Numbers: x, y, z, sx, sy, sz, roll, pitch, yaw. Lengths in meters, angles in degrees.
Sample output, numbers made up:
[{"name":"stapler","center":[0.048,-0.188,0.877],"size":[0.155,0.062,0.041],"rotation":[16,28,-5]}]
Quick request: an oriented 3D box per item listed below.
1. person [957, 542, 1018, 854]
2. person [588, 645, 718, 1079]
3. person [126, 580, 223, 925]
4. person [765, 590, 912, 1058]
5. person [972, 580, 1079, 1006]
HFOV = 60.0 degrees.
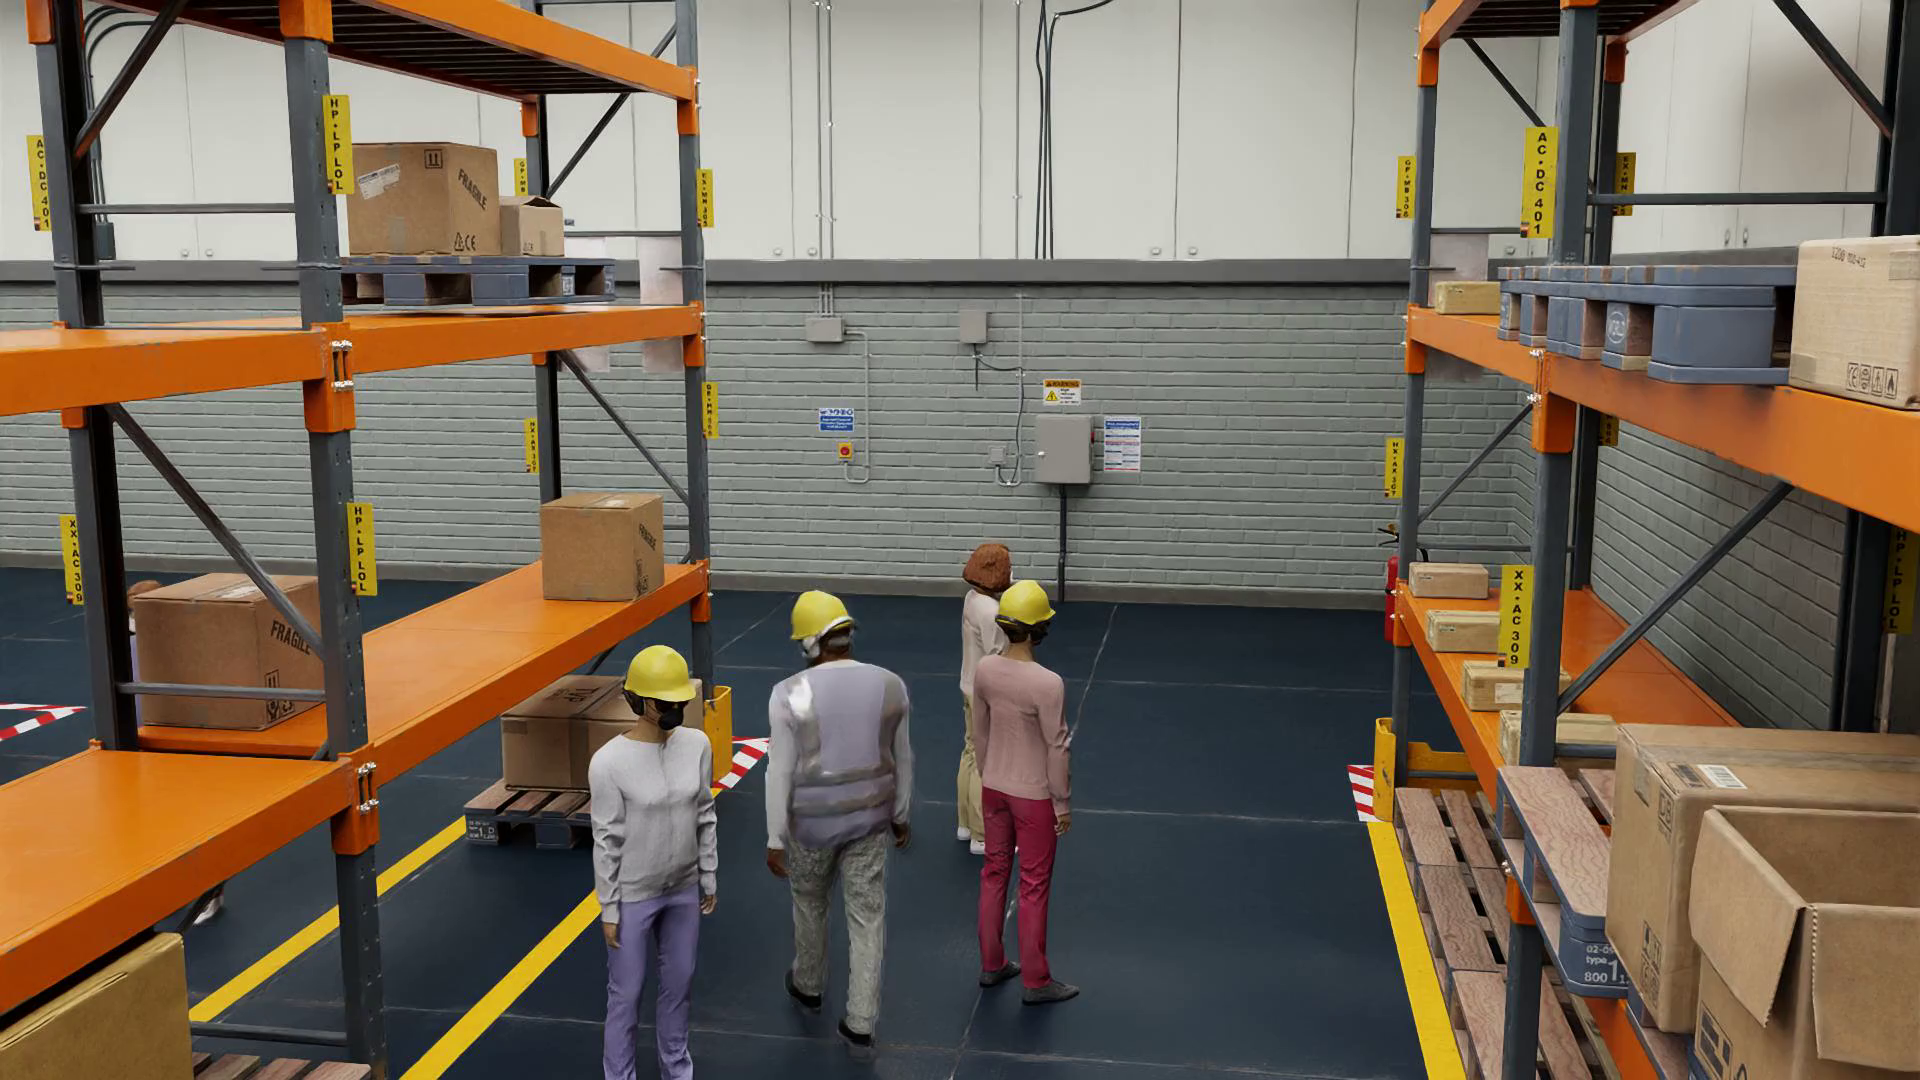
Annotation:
[{"name":"person","center":[0.139,0.818,8.701],"size":[0.269,1.632,0.505],"rotation":[-2,9,-14]},{"name":"person","center":[-1.052,1.225,5.821],"size":[0.338,1.757,0.518],"rotation":[9,13,43]},{"name":"person","center":[-3.692,0.981,7.725],"size":[0.513,1.625,0.296],"rotation":[3,10,16]},{"name":"person","center":[-0.506,1.083,6.591],"size":[0.633,1.779,0.812],"rotation":[-4,10,-24]},{"name":"person","center":[0.266,1.041,6.914],"size":[0.304,1.772,0.528],"rotation":[-8,12,-42]}]
